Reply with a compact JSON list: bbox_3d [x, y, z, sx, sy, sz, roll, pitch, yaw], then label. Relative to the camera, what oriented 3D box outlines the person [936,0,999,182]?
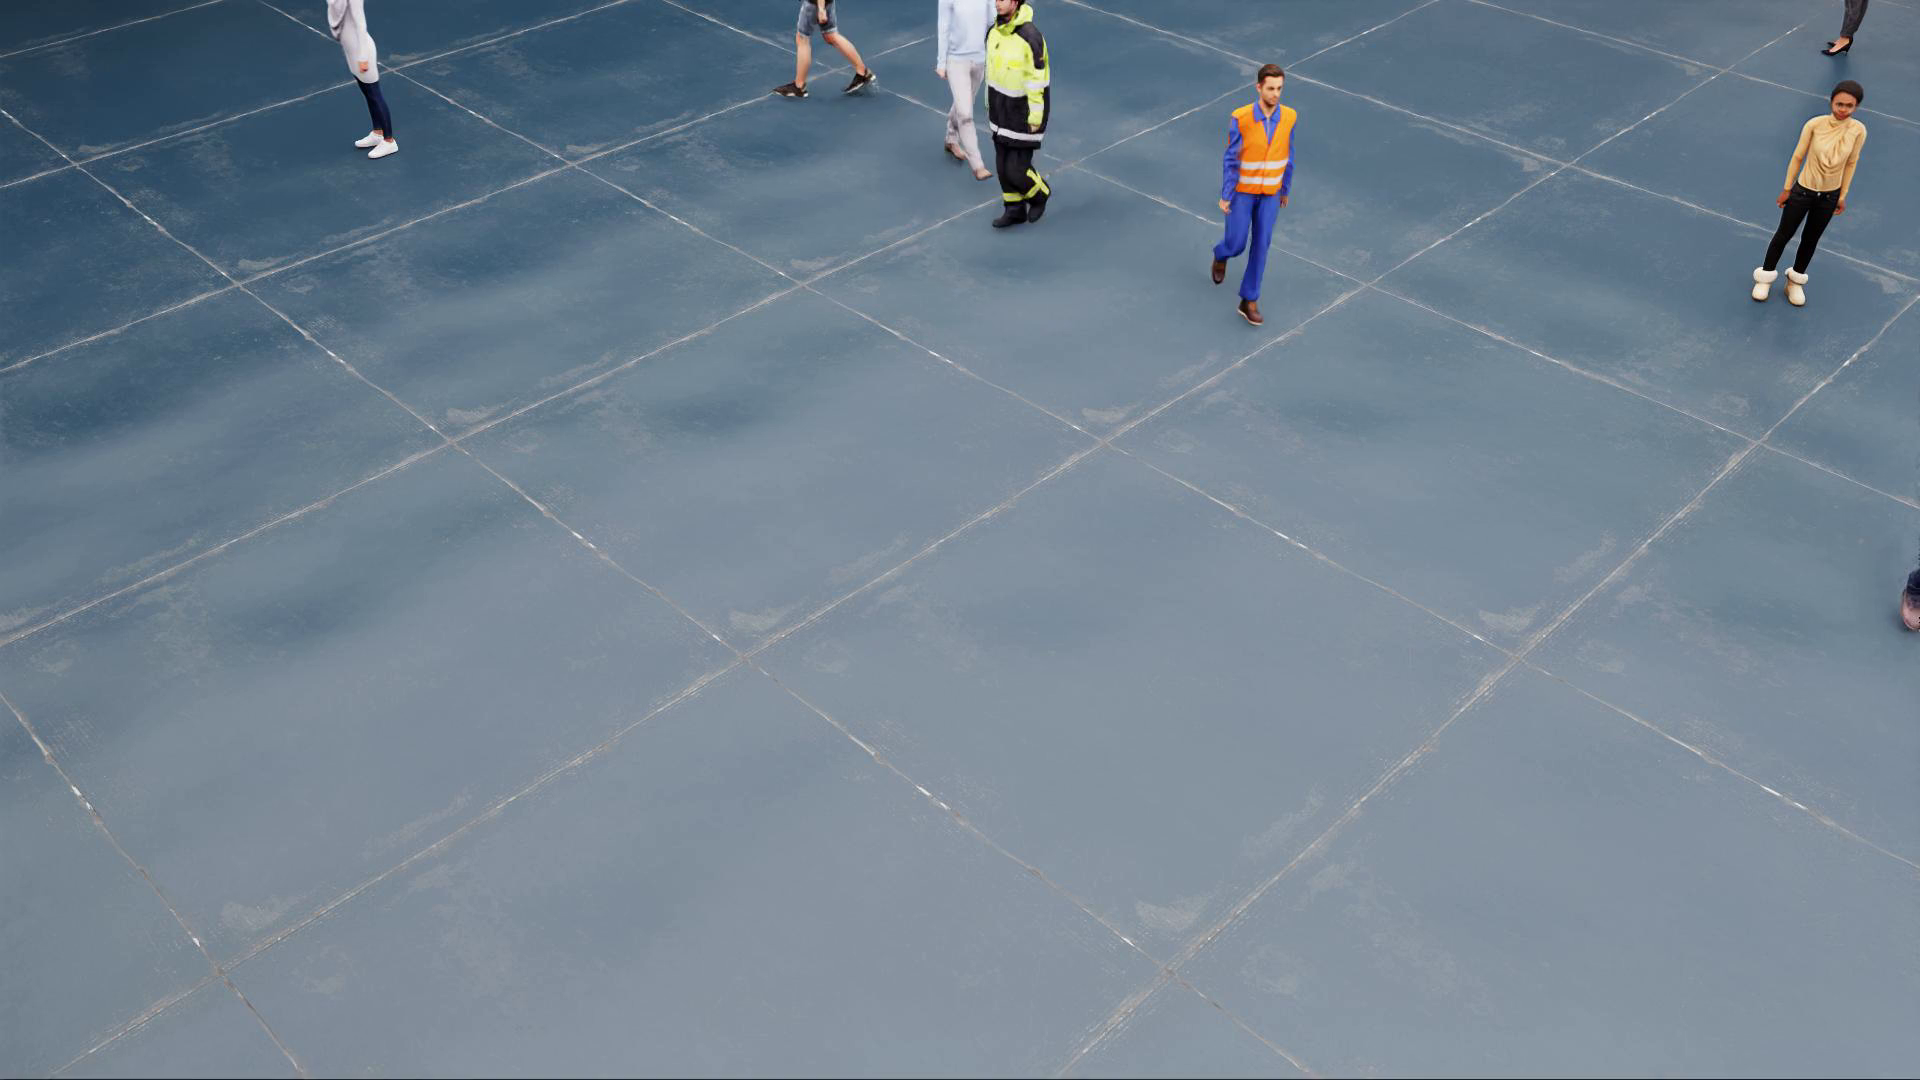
[{"bbox_3d":[0.005,-3.922,13.603,1.205,1.842,0.945,-20,42,-24],"label":"person"}]

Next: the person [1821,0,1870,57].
[{"bbox_3d":[8.561,-5.452,15.716,0.709,1.719,0.525,27,45,31],"label":"person"}]

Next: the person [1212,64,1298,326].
[{"bbox_3d":[2.032,-2.460,11.670,1.035,1.853,1.039,-8,38,-10],"label":"person"}]

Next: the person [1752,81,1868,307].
[{"bbox_3d":[6.094,-2.481,11.859,0.685,1.659,0.695,10,38,12],"label":"person"}]

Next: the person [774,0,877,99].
[{"bbox_3d":[-1.153,-4.824,14.809,1.191,1.818,1.180,3,37,4],"label":"person"}]

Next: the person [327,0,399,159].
[{"bbox_3d":[-5.006,-4.090,13.879,0.600,1.775,0.651,-21,42,-26],"label":"person"}]

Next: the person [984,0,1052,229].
[{"bbox_3d":[0.500,-3.326,12.717,0.777,1.964,0.806,-27,45,-31],"label":"person"}]
